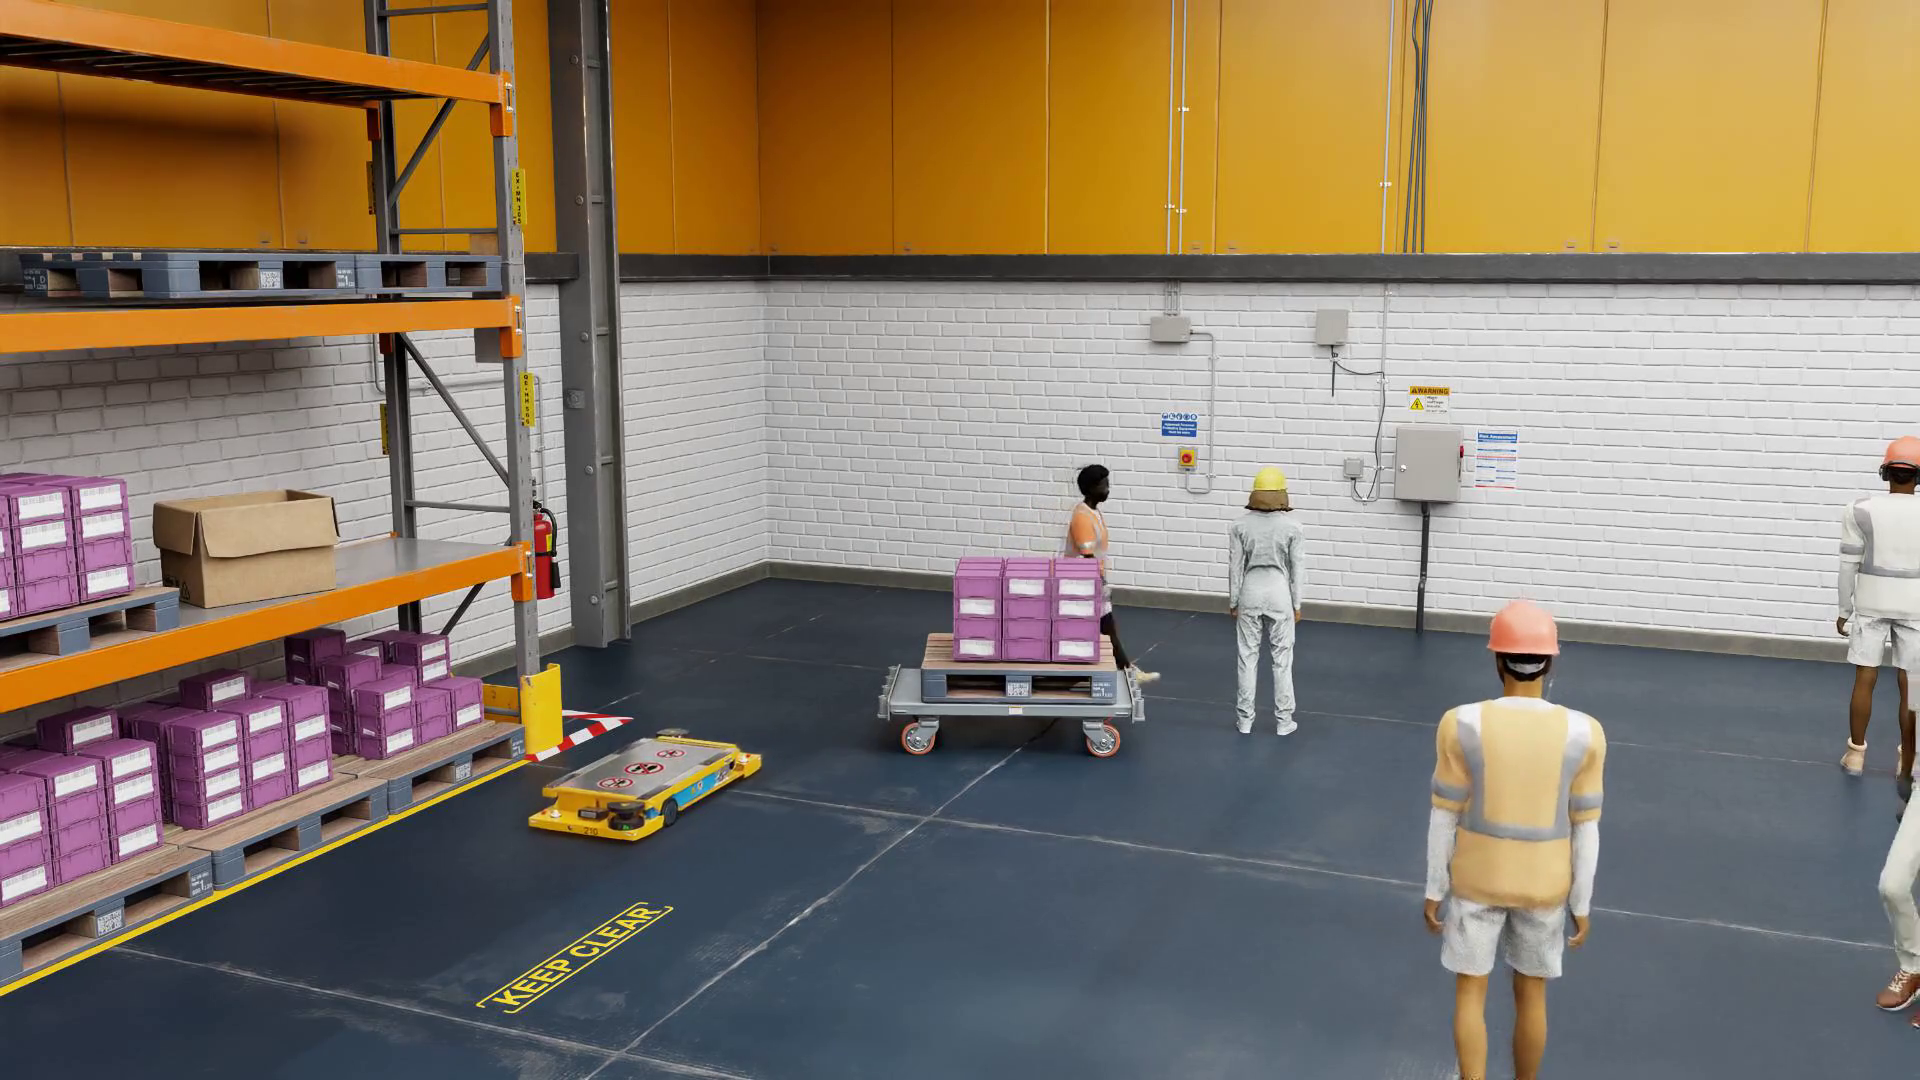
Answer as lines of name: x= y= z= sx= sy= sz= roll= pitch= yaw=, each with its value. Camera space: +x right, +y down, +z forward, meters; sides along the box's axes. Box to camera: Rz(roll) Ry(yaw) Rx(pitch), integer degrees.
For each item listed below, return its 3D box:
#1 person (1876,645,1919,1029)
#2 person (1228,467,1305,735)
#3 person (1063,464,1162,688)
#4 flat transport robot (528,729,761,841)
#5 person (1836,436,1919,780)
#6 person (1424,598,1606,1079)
person: x=3.909 y=1.043 z=6.551 sx=0.421 sy=1.854 sz=0.509 roll=-6 pitch=11 yaw=-33
person: x=1.982 y=0.396 z=10.792 sx=0.487 sy=1.740 sz=0.312 roll=3 pitch=10 yaw=17
person: x=0.965 y=0.296 z=11.634 sx=0.868 sy=1.645 sz=0.538 roll=3 pitch=10 yaw=17
flat transport robot: x=-1.746 y=1.359 z=9.399 sx=0.652 sy=0.197 sz=1.431 roll=4 pitch=10 yaw=21
person: x=5.511 y=0.404 z=9.830 sx=0.608 sy=2.044 sz=0.372 roll=5 pitch=11 yaw=29
person: x=1.867 y=1.160 z=5.632 sx=0.552 sy=1.939 sz=0.555 roll=2 pitch=10 yaw=13
